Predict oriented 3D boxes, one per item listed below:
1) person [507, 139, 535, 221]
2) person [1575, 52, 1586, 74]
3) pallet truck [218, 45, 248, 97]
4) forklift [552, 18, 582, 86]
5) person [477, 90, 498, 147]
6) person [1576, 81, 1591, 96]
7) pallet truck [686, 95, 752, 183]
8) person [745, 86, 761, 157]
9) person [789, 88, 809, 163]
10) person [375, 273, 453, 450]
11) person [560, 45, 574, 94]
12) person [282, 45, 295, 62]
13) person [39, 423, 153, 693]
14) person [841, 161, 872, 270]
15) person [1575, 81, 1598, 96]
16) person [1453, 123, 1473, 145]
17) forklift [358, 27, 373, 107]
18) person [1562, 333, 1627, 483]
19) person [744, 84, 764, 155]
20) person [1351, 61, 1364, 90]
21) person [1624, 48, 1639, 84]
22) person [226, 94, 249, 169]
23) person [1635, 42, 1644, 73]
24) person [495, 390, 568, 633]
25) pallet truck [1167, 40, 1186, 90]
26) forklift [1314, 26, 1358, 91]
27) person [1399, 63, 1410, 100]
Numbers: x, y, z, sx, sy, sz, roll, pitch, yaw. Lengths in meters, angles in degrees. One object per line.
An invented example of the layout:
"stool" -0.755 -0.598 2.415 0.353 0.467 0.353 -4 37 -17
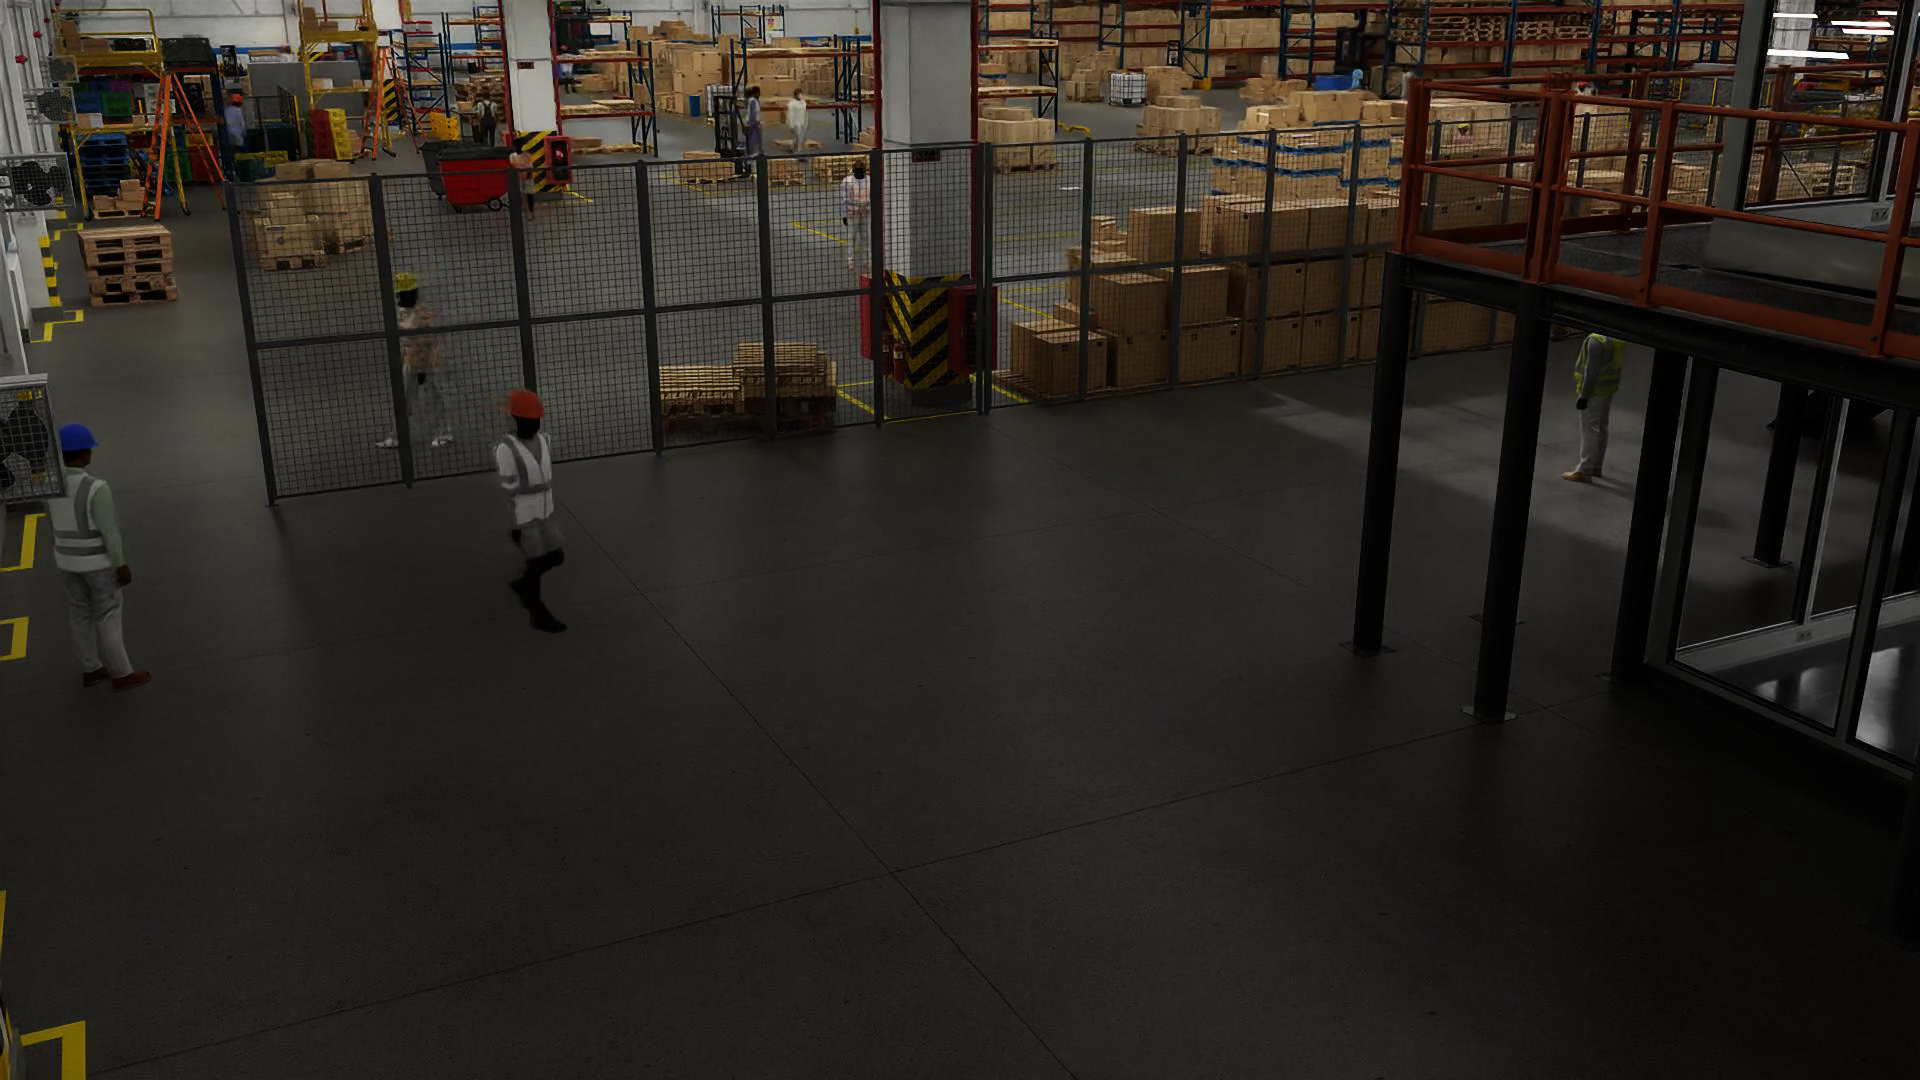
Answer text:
"person" -8.854 -7.224 33.463 0.533 1.653 0.829 4 19 11
"person" 24.692 -18.511 66.117 0.540 1.695 0.317 13 23 32
"pallet truck" -28.879 -18.665 66.111 0.823 1.965 1.885 -3 19 -9
"forklift" -17.188 -21.113 71.874 1.873 2.768 1.129 -12 22 -31
"person" -12.582 -11.079 44.384 0.506 1.817 0.780 -5 20 -14
"person" 17.542 -12.090 47.141 0.552 1.936 0.360 13 23 33
"pallet truck" -5.836 -9.608 39.856 0.823 1.965 1.885 10 22 27
"person" -5.555 -11.190 44.608 0.432 1.892 0.806 -1 19 -3
"person" -4.257 -10.912 43.736 0.572 1.927 0.649 11 22 30
"person" -5.812 -1.856 17.543 0.614 1.887 0.914 15 24 37
"person" -15.893 -19.025 67.264 0.570 1.924 0.471 -11 22 -29
"person" -27.598 -19.374 68.362 0.548 1.865 0.599 11 22 30
"person" -6.121 0.130 11.717 0.605 1.943 0.415 8 20 21
"person" -1.701 -5.501 28.193 0.619 1.840 0.430 -6 20 -16
"person" 18.090 -12.490 48.145 0.698 2.000 0.607 -1 19 -2
"person" 10.871 -8.205 36.137 0.532 1.767 0.328 -8 20 -21
"forklift" -21.672 -17.492 61.376 1.129 2.768 1.873 16 25 38
"person" 6.323 -1.489 16.556 0.429 1.843 0.631 17 25 40
"person" -5.747 -11.422 45.261 0.885 1.891 0.610 1 19 4
"person" 14.388 -16.562 60.509 0.777 1.665 0.547 -11 22 -28
"person" 28.270 -19.928 70.098 0.634 1.774 1.015 4 19 12
"person" -18.304 -10.314 42.067 0.688 1.885 0.474 11 22 28
"person" 31.442 -22.232 77.001 0.289 1.632 0.497 3 19 10
"person" -3.316 -0.226 12.773 0.514 1.922 0.551 11 22 30
"pallet truck" 9.045 -19.971 69.895 0.823 1.965 1.885 -3 19 -8
"forklift" 14.173 -17.503 61.409 1.873 2.768 1.129 -9 21 -25
"person" 15.155 -15.256 56.497 0.968 1.830 0.546 0 19 -1
